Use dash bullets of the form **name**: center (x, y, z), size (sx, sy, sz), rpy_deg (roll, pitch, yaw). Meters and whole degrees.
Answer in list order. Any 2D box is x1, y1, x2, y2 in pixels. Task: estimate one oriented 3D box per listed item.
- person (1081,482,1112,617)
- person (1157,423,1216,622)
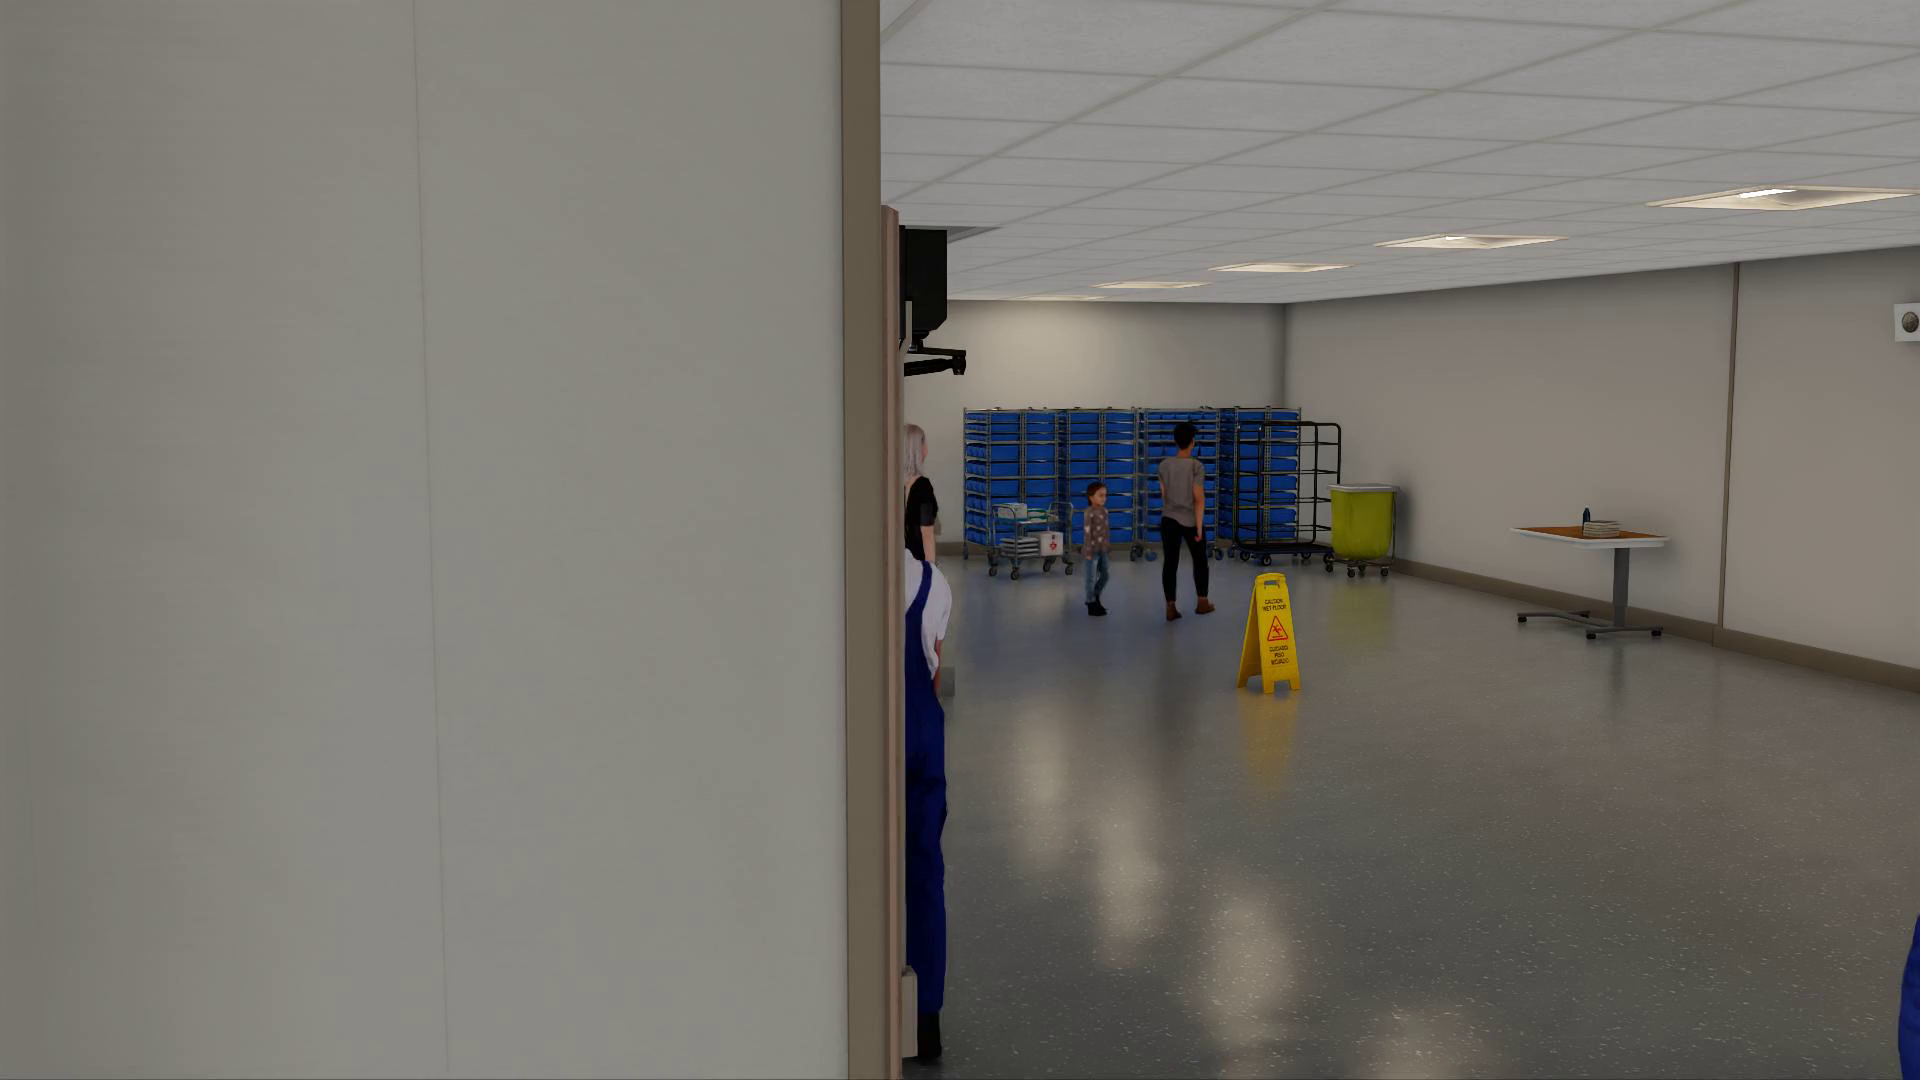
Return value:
- **person**: center (1.164, 0.075, 14.674), size (0.582, 1.190, 0.608), rpy_deg (-5, 8, -42)
- **person**: center (1.865, -0.140, 14.297), size (0.928, 1.694, 0.995), rpy_deg (3, 7, 29)
